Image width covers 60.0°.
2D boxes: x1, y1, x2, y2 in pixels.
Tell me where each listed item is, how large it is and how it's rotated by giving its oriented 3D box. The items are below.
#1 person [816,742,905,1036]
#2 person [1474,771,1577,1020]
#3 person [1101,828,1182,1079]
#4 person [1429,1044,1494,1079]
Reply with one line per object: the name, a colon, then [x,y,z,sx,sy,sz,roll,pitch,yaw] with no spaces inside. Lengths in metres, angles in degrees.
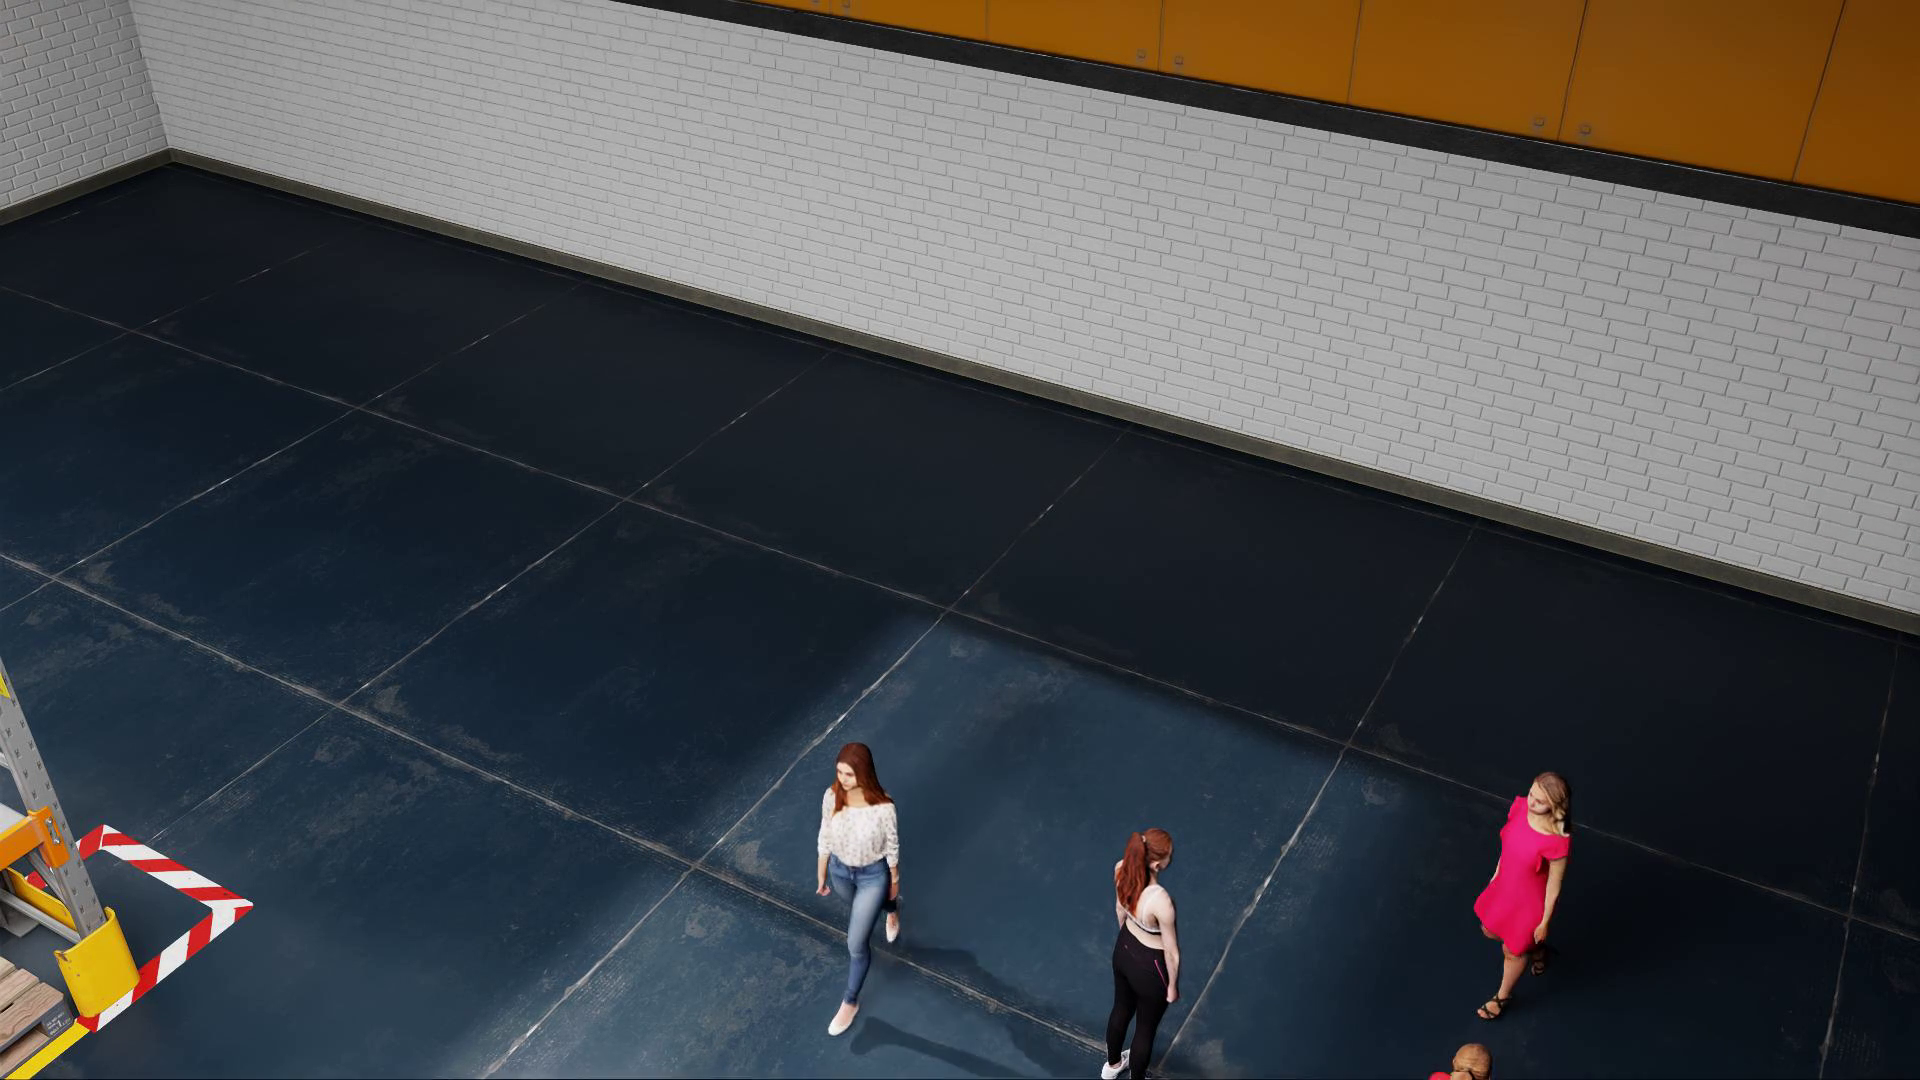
person: [-0.481,1.699,8.729,0.663,1.691,1.168,14,36,20]
person: [2.970,1.801,8.552,0.920,1.716,0.845,-14,36,-20]
person: [0.882,2.073,8.120,0.674,1.742,0.668,-19,38,-26]
person: [2.185,2.783,7.490,0.495,1.257,0.819,17,37,23]
